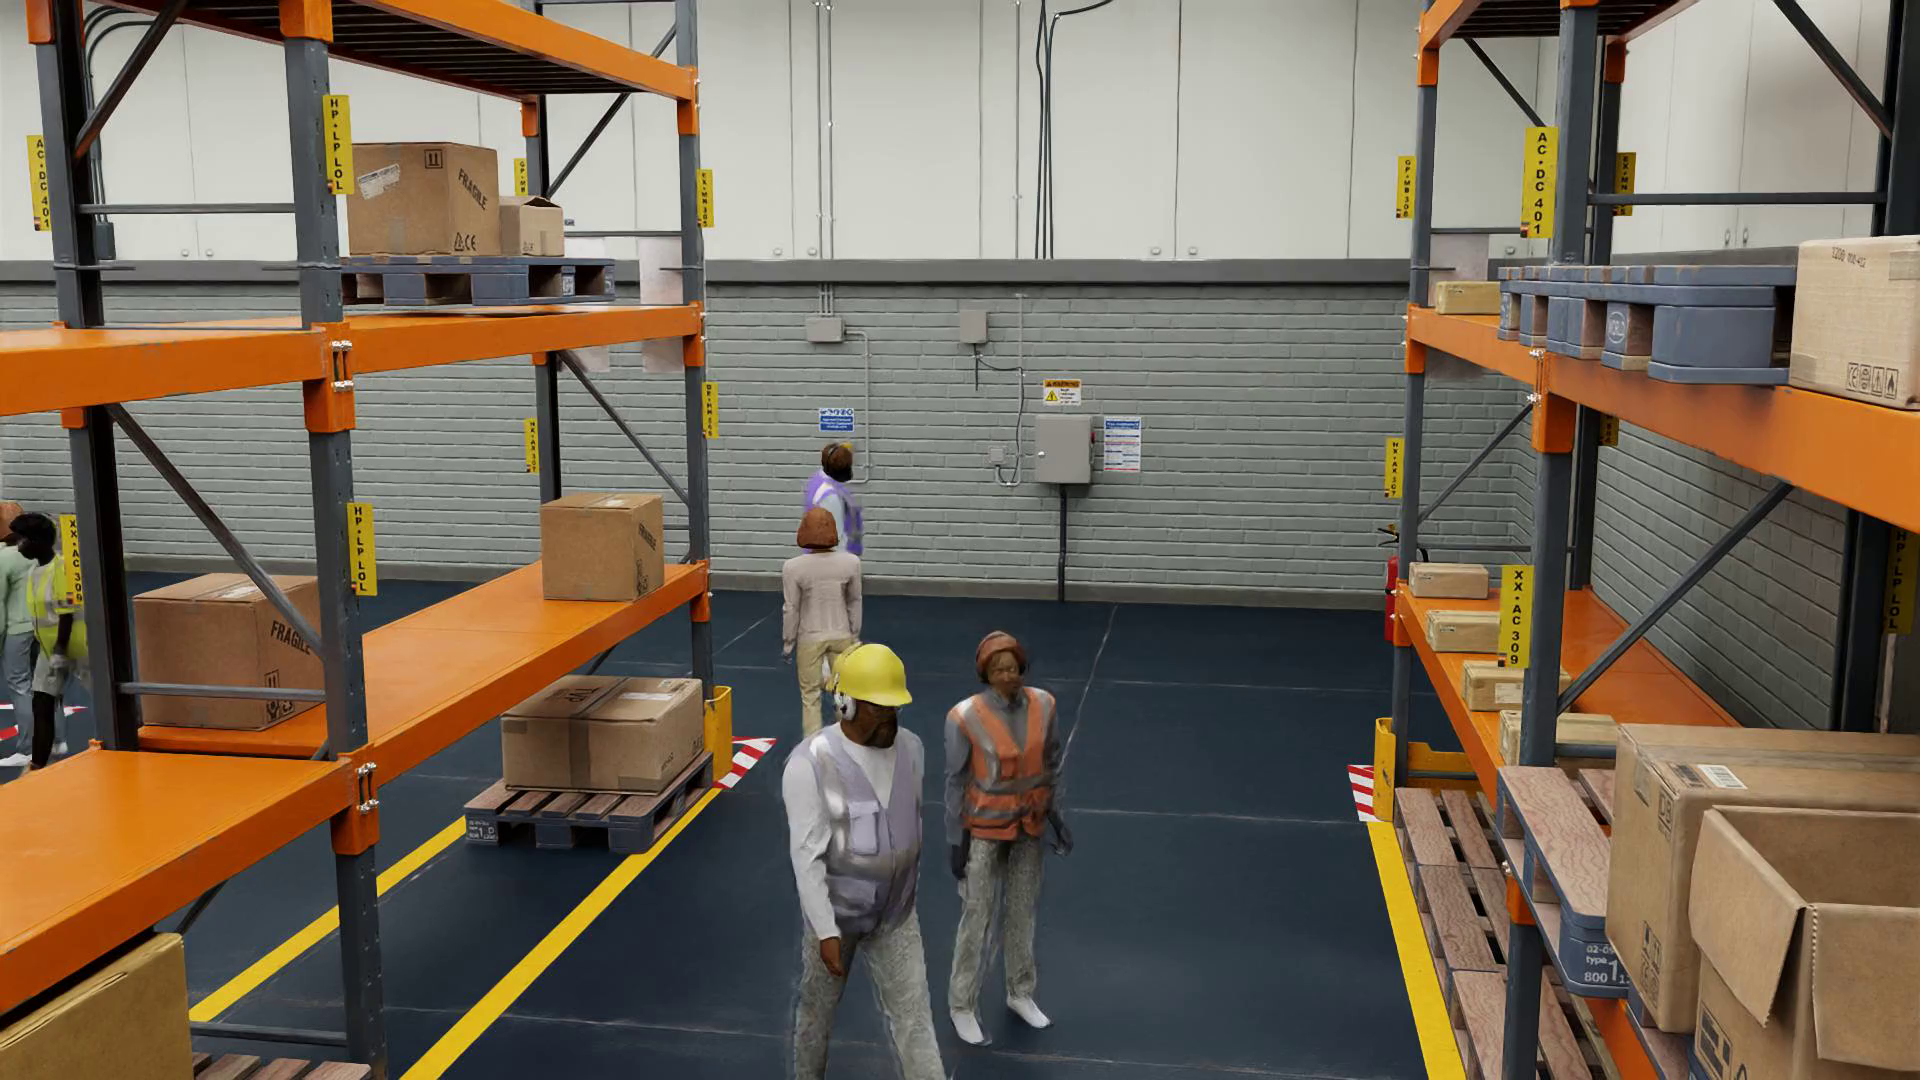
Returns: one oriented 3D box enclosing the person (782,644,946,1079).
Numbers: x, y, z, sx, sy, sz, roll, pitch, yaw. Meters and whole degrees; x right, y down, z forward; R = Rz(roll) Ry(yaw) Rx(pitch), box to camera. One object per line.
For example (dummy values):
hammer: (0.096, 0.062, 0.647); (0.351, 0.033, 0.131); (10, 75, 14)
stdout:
person: (-0.308, 1.240, 5.651); (0.601, 1.783, 0.904); (-7, 11, -36)

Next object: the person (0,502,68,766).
person: (-5.772, 0.573, 10.241); (0.270, 1.627, 0.502); (1, 9, 9)

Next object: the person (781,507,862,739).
person: (-0.825, 0.613, 9.955); (0.499, 1.636, 0.279); (-4, 10, -23)

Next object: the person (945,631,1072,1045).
person: (0.173, 1.163, 6.613); (0.537, 1.627, 0.335); (-6, 11, -32)

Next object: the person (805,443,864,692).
person: (-0.913, 0.188, 12.125); (0.431, 1.809, 0.681); (-2, 9, -14)

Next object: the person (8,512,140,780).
person: (-5.243, 0.638, 9.800); (0.518, 1.638, 0.866); (6, 11, 32)
